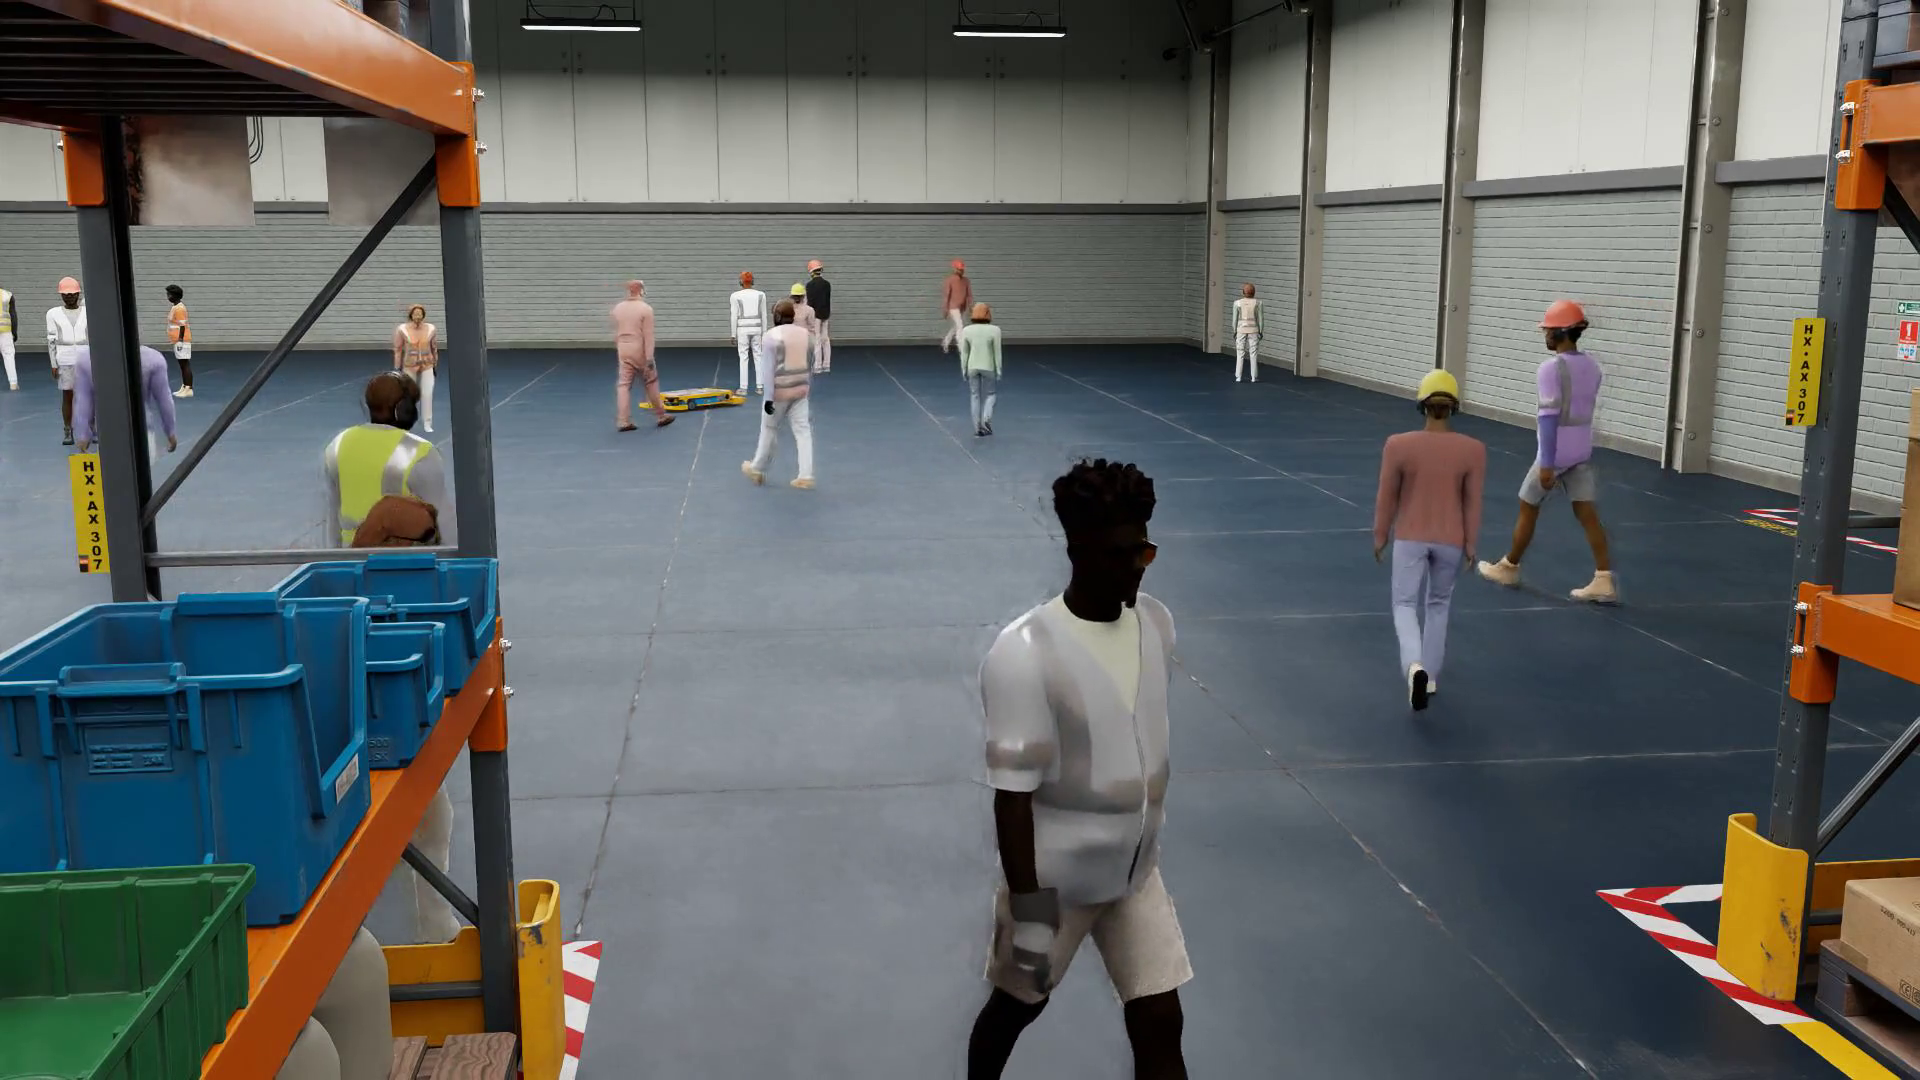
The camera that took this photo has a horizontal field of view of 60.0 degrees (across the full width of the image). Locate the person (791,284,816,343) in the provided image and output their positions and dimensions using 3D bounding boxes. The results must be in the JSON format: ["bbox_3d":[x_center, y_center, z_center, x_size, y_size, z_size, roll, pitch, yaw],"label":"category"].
[{"bbox_3d":[-2.408,-2.970,24.852,0.516,1.718,0.946,3,11,16],"label":"person"}]

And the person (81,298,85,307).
[{"bbox_3d":[-12.069,-2.768,23.330,0.507,1.868,0.329,6,12,32],"label":"person"}]

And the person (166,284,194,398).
[{"bbox_3d":[-11.726,-2.987,24.992,0.318,1.696,0.533,-6,12,-31],"label":"person"}]

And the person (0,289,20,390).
[{"bbox_3d":[-15.163,-3.270,26.143,0.624,1.844,0.430,-6,12,-29],"label":"person"}]

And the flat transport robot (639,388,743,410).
[{"bbox_3d":[-3.789,-1.994,23.456,0.652,0.197,1.431,7,12,34],"label":"flat transport robot"}]

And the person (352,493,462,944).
[{"bbox_3d":[-1.882,0.642,5.352,0.652,1.607,0.508,-3,11,-14],"label":"person"}]

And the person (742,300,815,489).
[{"bbox_3d":[-1.728,-1.410,16.069,0.660,1.793,0.947,-9,14,-41],"label":"person"}]

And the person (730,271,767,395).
[{"bbox_3d":[-3.233,-3.165,25.449,0.574,1.887,0.356,-5,11,-24],"label":"person"}]

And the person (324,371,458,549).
[{"bbox_3d":[-2.528,0.120,7.690,0.657,1.789,0.959,6,12,28],"label":"person"}]

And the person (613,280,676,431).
[{"bbox_3d":[-3.991,-2.311,20.834,0.641,1.859,0.946,5,11,25],"label":"person"}]

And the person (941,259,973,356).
[{"bbox_3d":[-0.103,-4.738,33.871,0.611,1.965,0.896,-10,14,-43],"label":"person"}]

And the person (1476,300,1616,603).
[{"bbox_3d":[3.984,-0.594,11.075,0.628,1.987,1.077,-7,12,-33],"label":"person"}]

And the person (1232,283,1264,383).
[{"bbox_3d":[4.764,-3.419,27.513,0.522,1.641,0.306,3,11,14],"label":"person"}]

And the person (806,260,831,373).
[{"bbox_3d":[-2.532,-3.957,29.506,0.392,1.987,0.614,7,13,34],"label":"person"}]

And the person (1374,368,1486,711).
[{"bbox_3d":[2.395,0.002,8.497,0.528,1.746,0.736,1,10,8],"label":"person"}]

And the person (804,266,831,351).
[{"bbox_3d":[-2.998,-4.905,35.134,0.600,1.829,0.404,4,11,22],"label":"person"}]

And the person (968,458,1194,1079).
[{"bbox_3d":[0.309,0.755,3.897,0.626,1.910,1.025,-9,13,-39],"label":"person"}]

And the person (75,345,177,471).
[{"bbox_3d":[-6.319,-0.823,12.629,0.648,1.890,1.034,-2,11,-11],"label":"person"}]

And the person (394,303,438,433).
[{"bbox_3d":[-6.749,-2.140,20.603,0.529,1.610,0.612,-6,12,-30],"label":"person"}]

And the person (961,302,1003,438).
[{"bbox_3d":[0.267,-2.034,19.945,0.520,1.620,0.341,3,11,16],"label":"person"}]

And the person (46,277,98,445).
[{"bbox_3d":[-10.267,-2.072,19.316,0.542,1.938,0.357,-6,12,-30],"label":"person"}]
